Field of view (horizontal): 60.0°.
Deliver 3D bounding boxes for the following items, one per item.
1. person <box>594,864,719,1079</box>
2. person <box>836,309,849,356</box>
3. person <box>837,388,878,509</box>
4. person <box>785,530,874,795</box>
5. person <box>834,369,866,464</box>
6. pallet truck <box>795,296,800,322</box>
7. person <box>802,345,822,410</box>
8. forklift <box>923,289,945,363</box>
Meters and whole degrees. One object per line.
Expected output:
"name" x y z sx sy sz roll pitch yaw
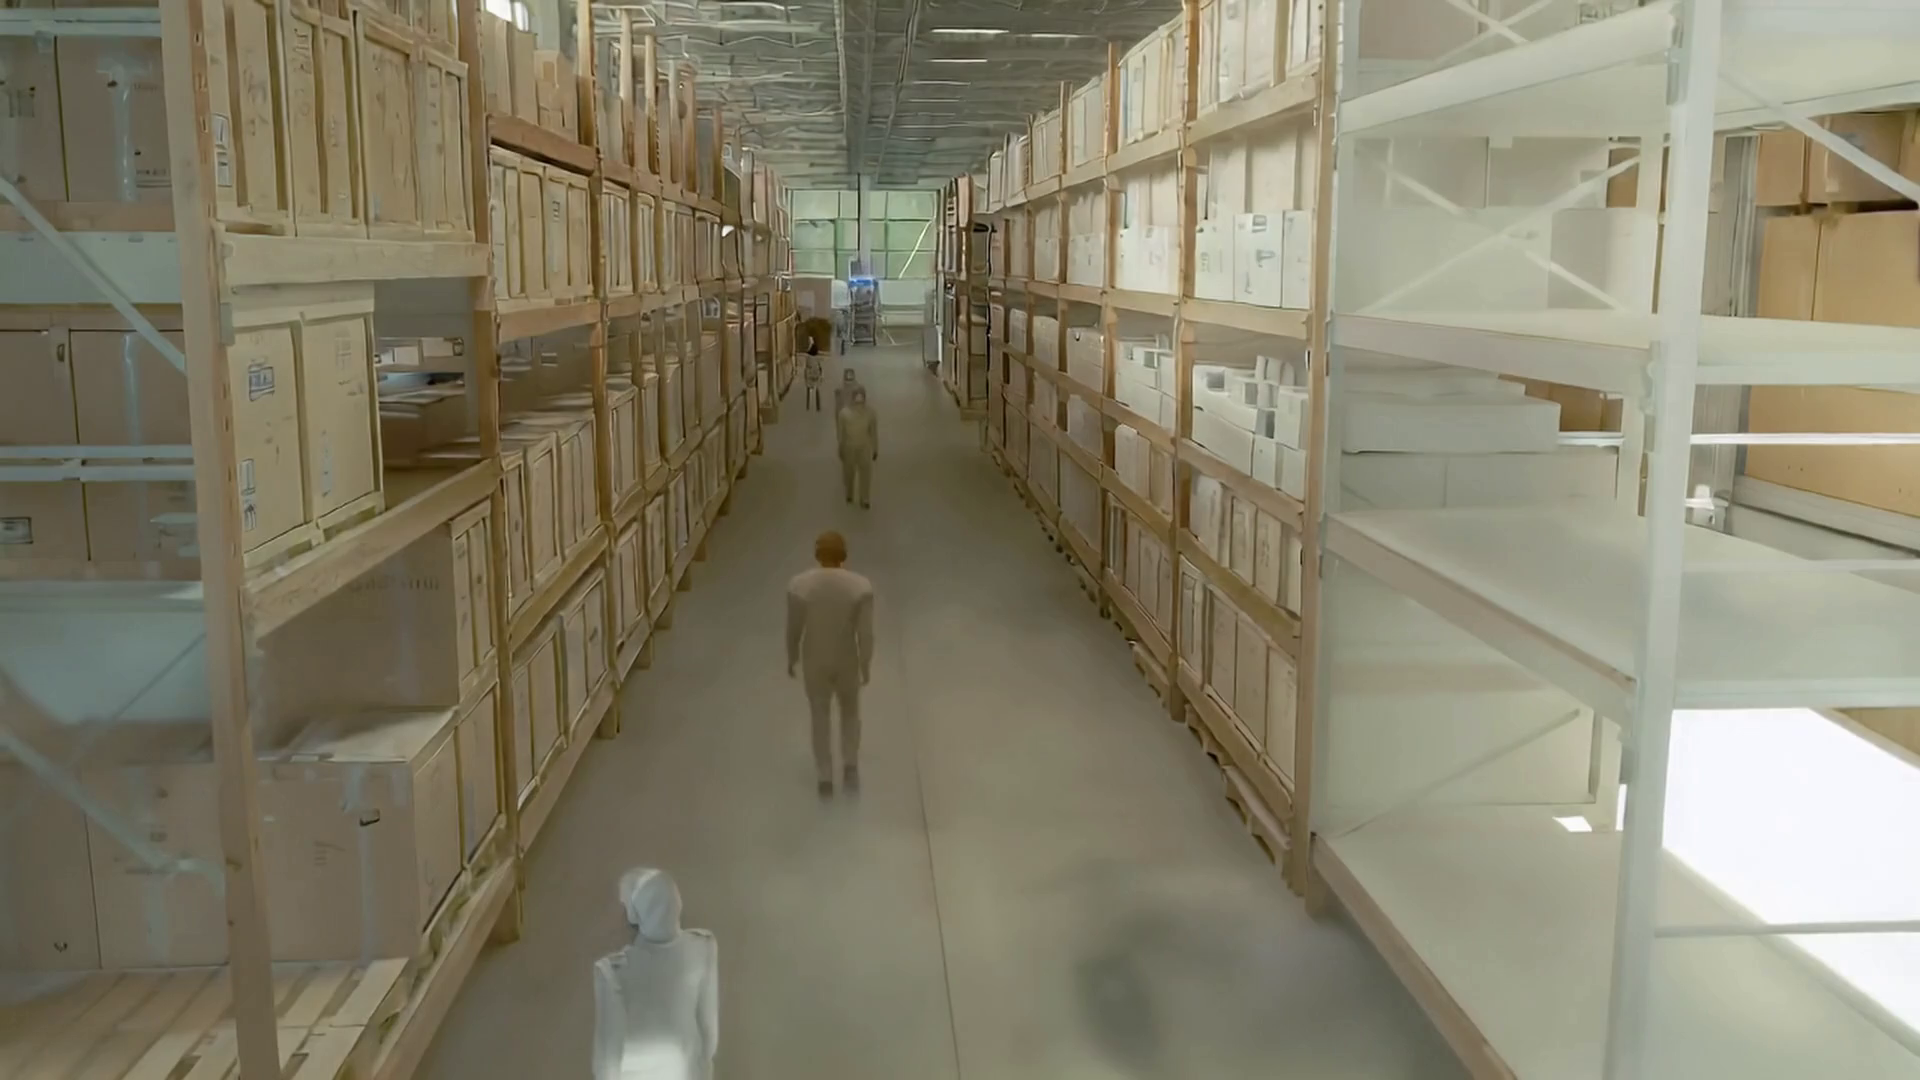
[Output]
"person" -1.116 2.004 6.185 0.514 1.645 0.309 -8 12 -40
"person" -4.807 -8.412 67.634 0.574 1.896 0.931 2 10 12
"person" -1.619 -1.460 26.184 0.651 1.875 0.871 -1 10 -6
"person" -0.953 0.869 12.145 0.642 1.920 0.647 -1 10 -5
"person" -2.038 -2.297 31.296 0.651 1.852 1.014 -4 10 -21
"pallet truck" -8.622 -12.439 91.403 1.885 1.965 0.823 2 10 13
"person" -3.821 -4.213 43.159 0.533 1.697 0.319 2 10 14
"forklift" -0.834 -8.187 63.371 1.129 2.768 1.873 -1 10 -3
